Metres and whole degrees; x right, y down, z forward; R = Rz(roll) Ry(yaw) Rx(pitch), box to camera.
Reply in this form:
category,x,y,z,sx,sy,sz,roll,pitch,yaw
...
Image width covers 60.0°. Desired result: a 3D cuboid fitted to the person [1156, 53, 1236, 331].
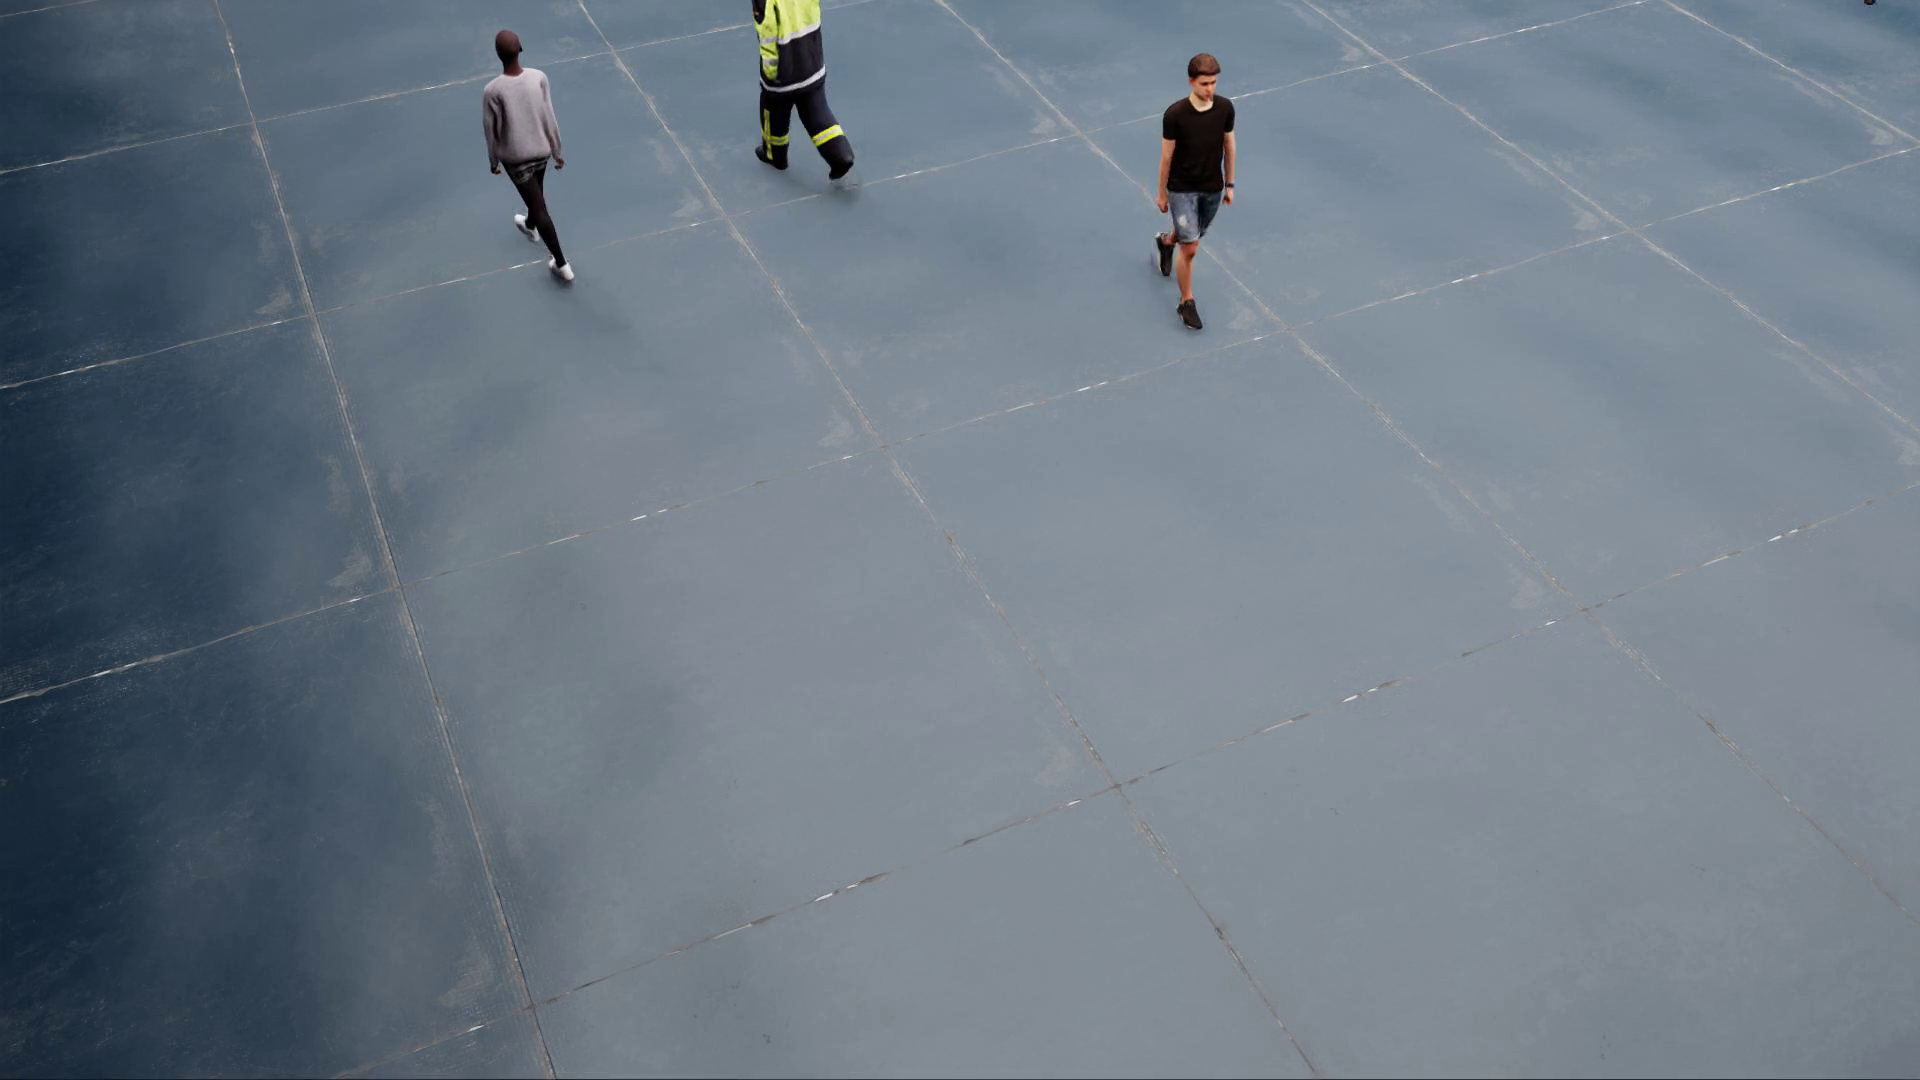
category,x,y,z,sx,sy,sz,roll,pitch,yaw
person,1.522,-2.381,11.026,0.766,1.817,1.175,-13,44,-14

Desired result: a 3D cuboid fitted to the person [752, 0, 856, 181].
category,x,y,z,sx,sy,sz,roll,pitch,yaw
person,-1.180,-3.531,12.192,1.298,1.952,1.048,32,51,30

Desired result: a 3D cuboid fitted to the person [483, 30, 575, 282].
category,x,y,z,sx,sy,sz,roll,pitch,yaw
person,-2.904,-2.560,11.293,0.788,1.723,1.182,-27,49,-26
